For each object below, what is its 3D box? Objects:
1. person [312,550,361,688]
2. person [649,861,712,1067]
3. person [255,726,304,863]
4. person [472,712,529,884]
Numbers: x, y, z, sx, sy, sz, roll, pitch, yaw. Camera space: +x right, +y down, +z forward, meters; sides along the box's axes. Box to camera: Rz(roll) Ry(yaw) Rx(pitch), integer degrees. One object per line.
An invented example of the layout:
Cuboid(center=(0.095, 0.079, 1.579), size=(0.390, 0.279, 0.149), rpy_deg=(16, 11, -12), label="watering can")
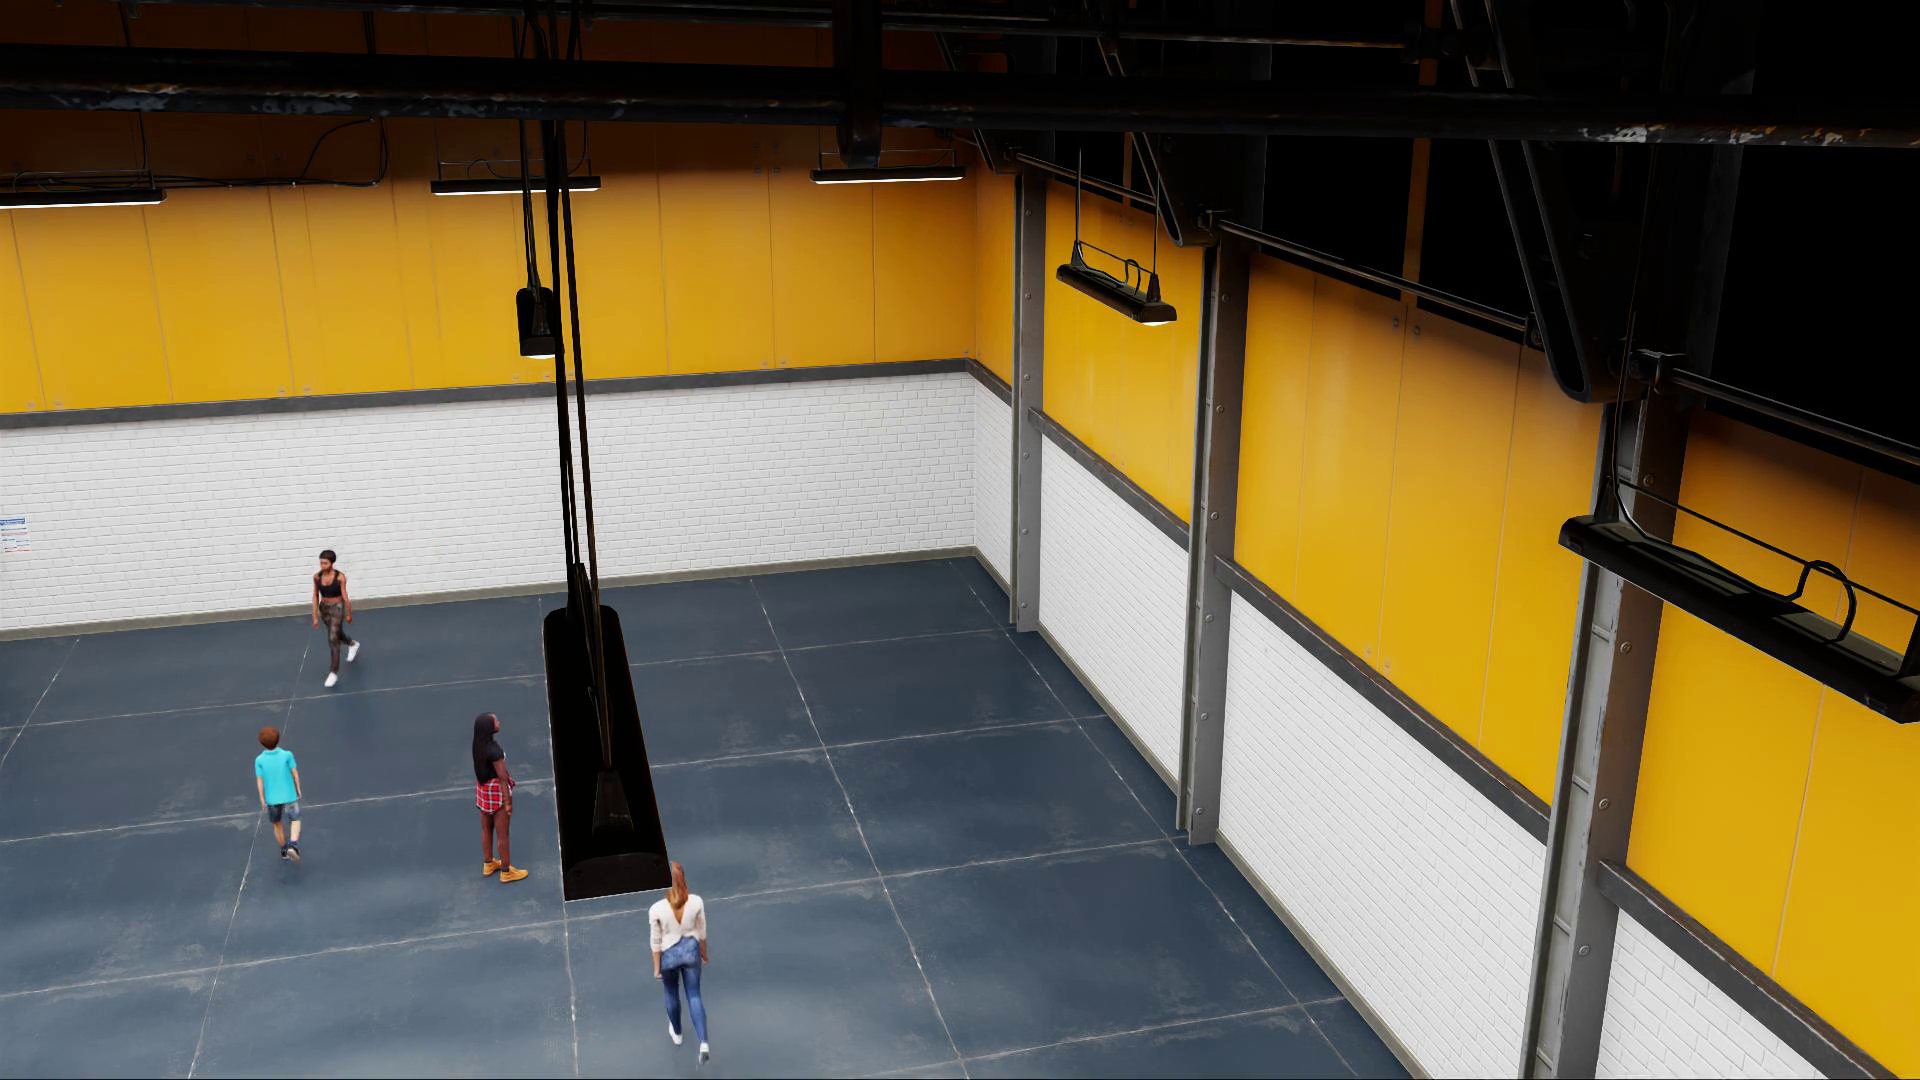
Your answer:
Cuboid(center=(-7.757, 0.900, 20.684), size=(0.897, 1.663, 1.243), rpy_deg=(3, 19, 8), label="person")
Cuboid(center=(-2.204, 3.386, 13.241), size=(0.694, 1.702, 1.045), rpy_deg=(-7, 20, -21), label="person")
Cuboid(center=(-6.643, 2.506, 16.262), size=(0.539, 1.442, 0.762), rpy_deg=(-6, 19, -17), label="person")
Cuboid(center=(-4.476, 2.454, 15.965), size=(0.699, 1.729, 0.778), rpy_deg=(15, 24, 38), label="person")
